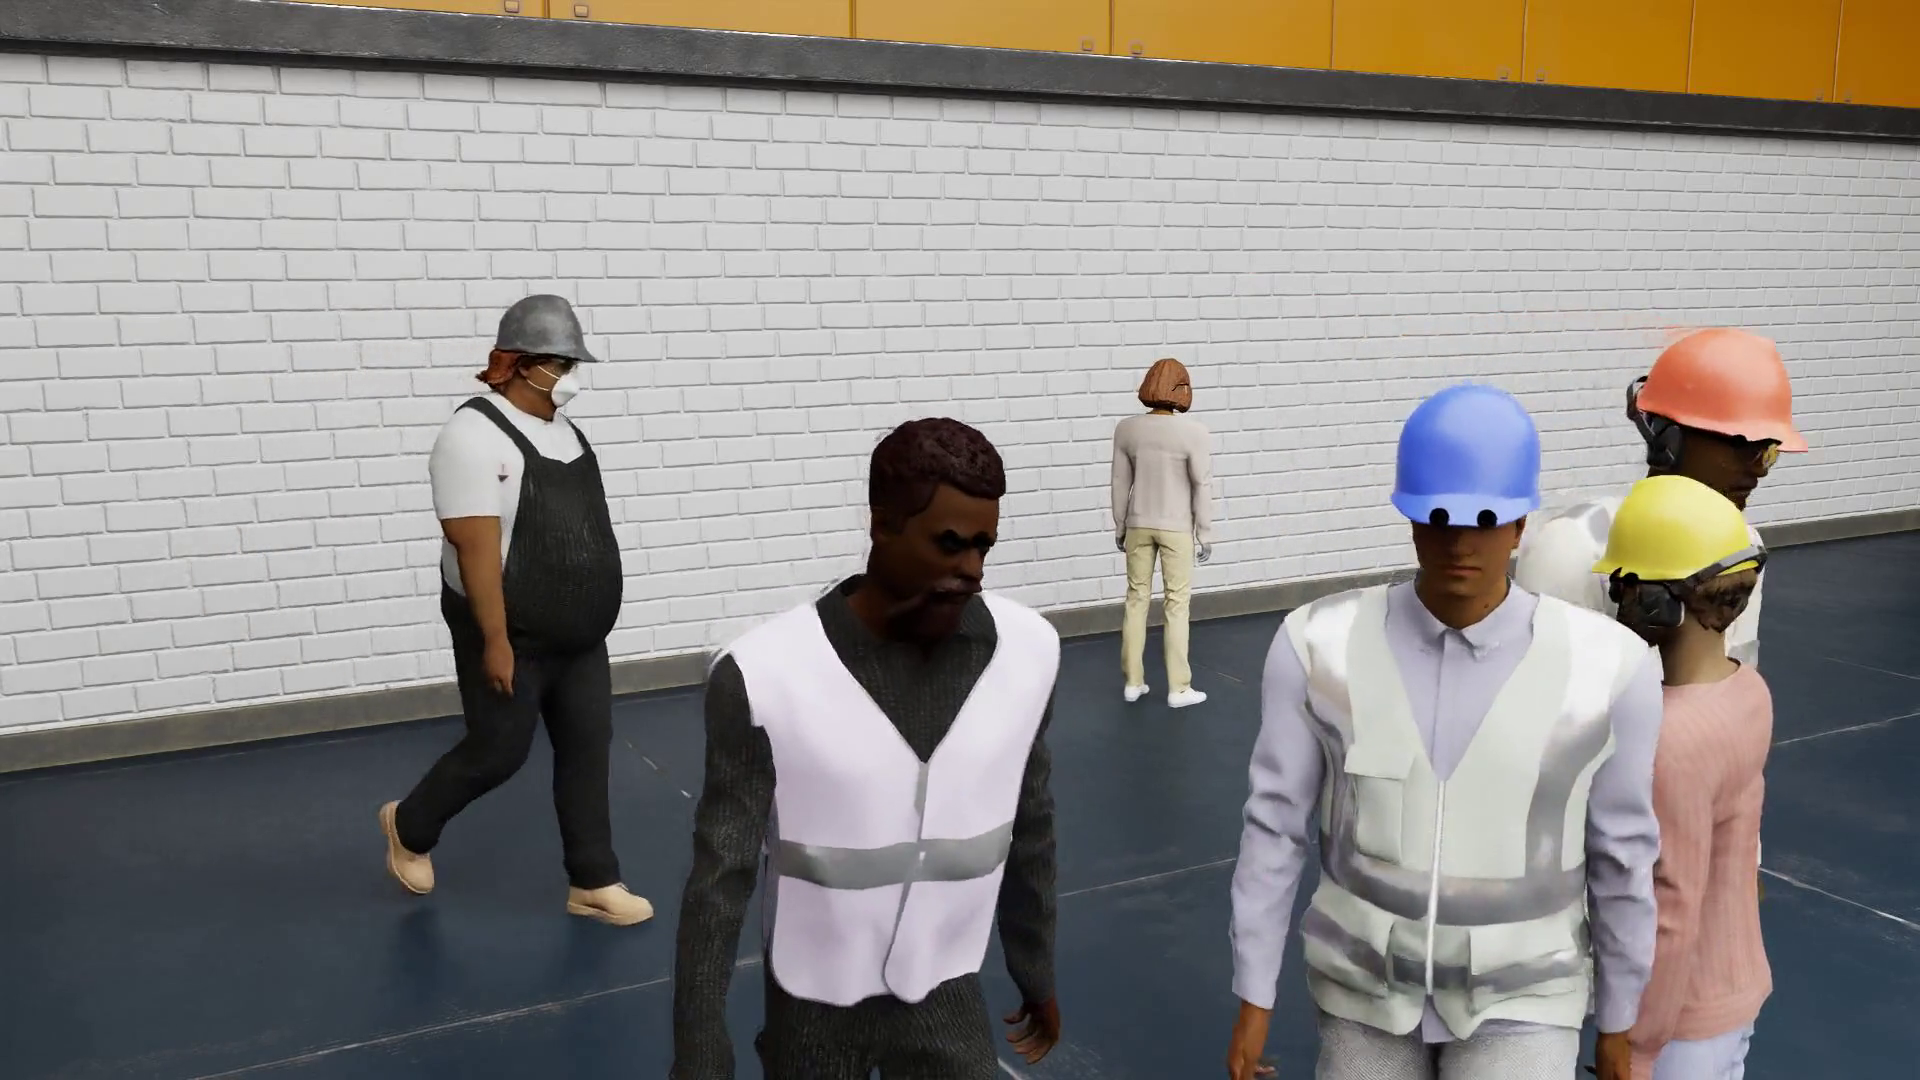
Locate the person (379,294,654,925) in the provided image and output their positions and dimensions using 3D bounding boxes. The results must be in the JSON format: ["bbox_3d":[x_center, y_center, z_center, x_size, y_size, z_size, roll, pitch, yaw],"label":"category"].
[{"bbox_3d":[-1.425,0.207,5.250,0.848,2.000,0.687,4,11,23],"label":"person"}]

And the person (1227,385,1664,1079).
[{"bbox_3d":[0.720,0.730,2.561,0.632,1.924,0.688,4,11,23],"label":"person"}]

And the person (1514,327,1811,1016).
[{"bbox_3d":[1.369,0.581,3.270,0.626,1.975,1.075,-7,12,-34],"label":"person"}]

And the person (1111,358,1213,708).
[{"bbox_3d":[0.946,-0.034,7.808,0.504,1.632,0.269,6,12,33],"label":"person"}]

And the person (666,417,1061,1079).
[{"bbox_3d":[-0.132,0.742,2.630,0.714,1.874,0.646,-5,11,-25],"label":"person"}]

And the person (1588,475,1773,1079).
[{"bbox_3d":[1.176,0.771,2.803,0.327,1.765,0.531,7,12,36],"label":"person"}]
